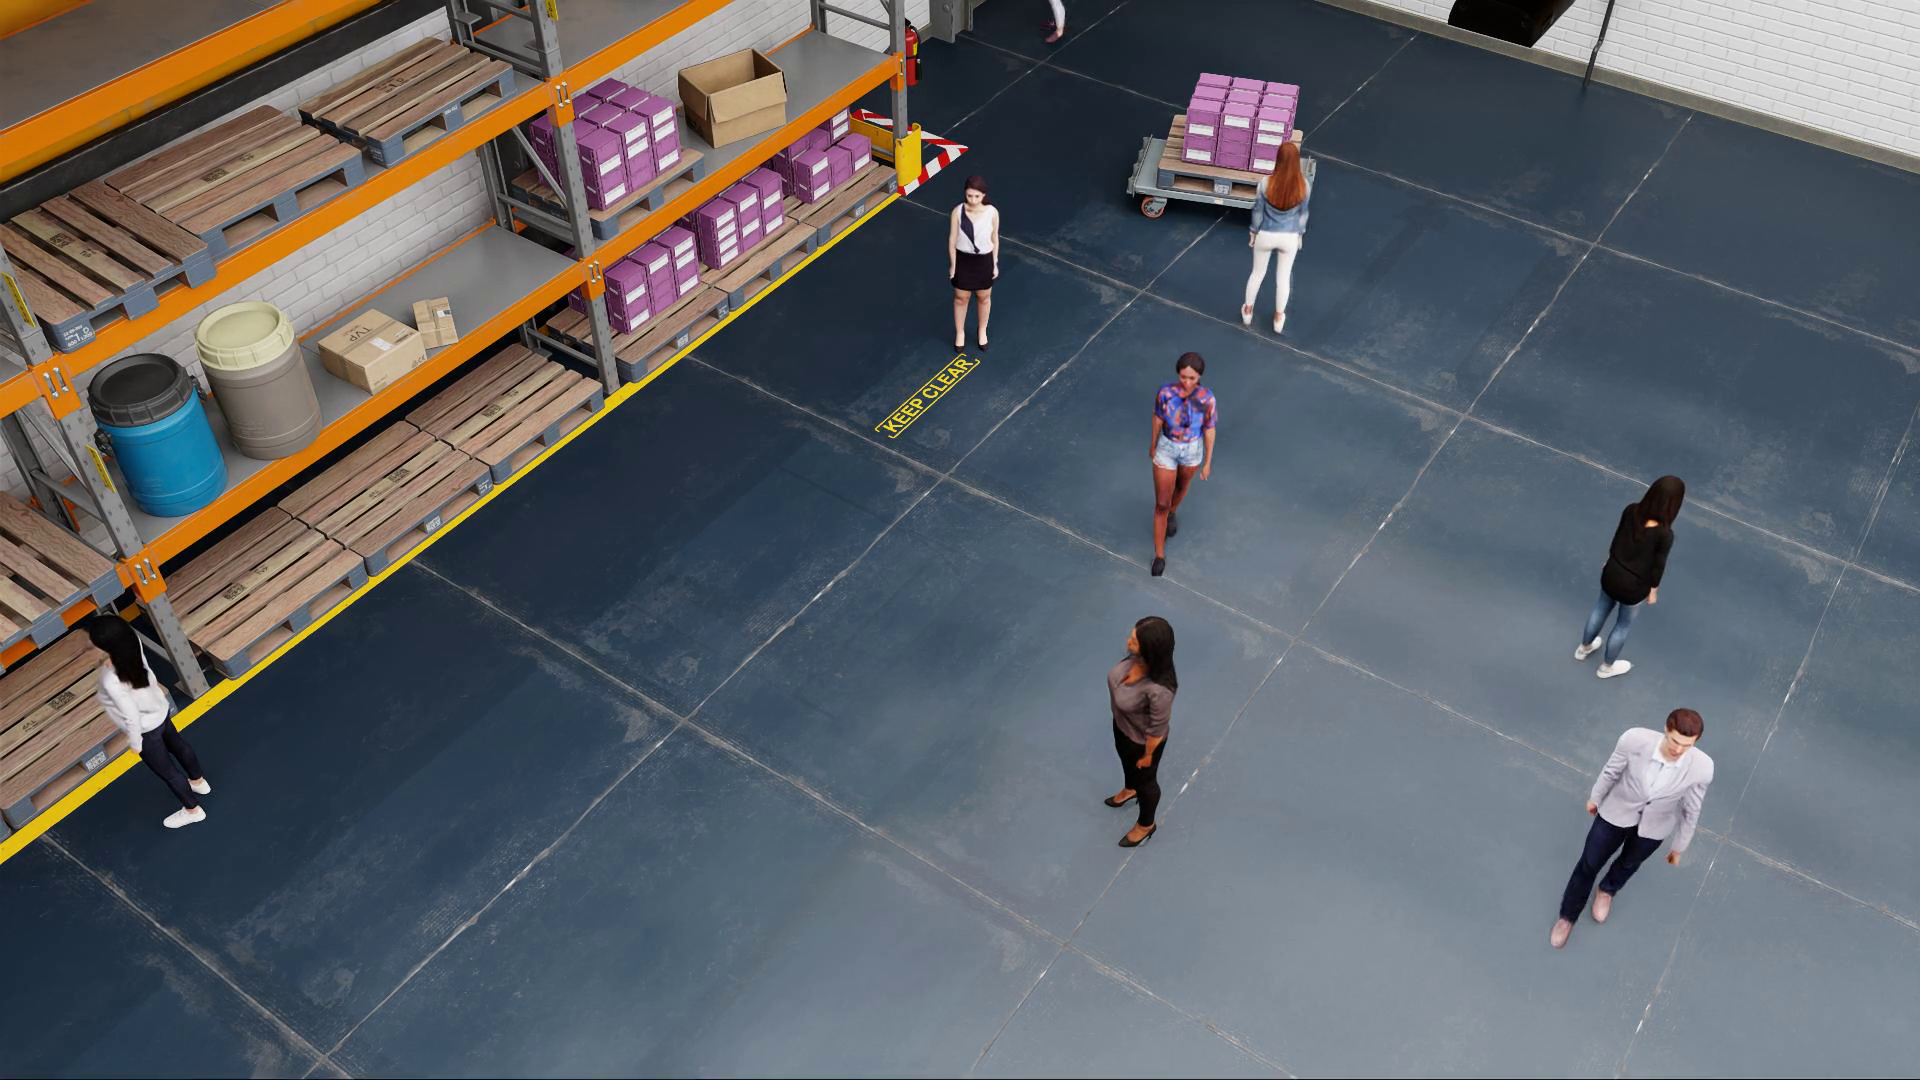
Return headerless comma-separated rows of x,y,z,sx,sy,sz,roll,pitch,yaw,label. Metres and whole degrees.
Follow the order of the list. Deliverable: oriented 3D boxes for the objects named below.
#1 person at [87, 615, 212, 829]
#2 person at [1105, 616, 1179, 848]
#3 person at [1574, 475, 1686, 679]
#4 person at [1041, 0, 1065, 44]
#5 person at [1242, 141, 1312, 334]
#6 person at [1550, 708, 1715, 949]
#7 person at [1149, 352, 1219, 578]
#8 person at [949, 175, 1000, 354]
-4.868,1.072,9.973,0.761,1.697,0.698,-6,44,-7,person
1.078,1.113,9.825,0.803,1.842,0.746,-8,44,-8,person
4.379,0.241,10.884,0.678,1.644,0.660,-18,46,-18,person
1.016,-5.991,17.472,0.820,1.579,0.790,-1,44,-1,person
2.617,-2.474,13.696,0.707,1.696,0.708,5,44,5,person
3.852,1.508,9.416,0.776,1.834,0.905,20,47,20,person
1.563,-0.661,11.785,0.932,1.707,1.156,5,44,6,person
0.117,-2.227,13.472,0.638,1.647,0.679,-2,44,-2,person
